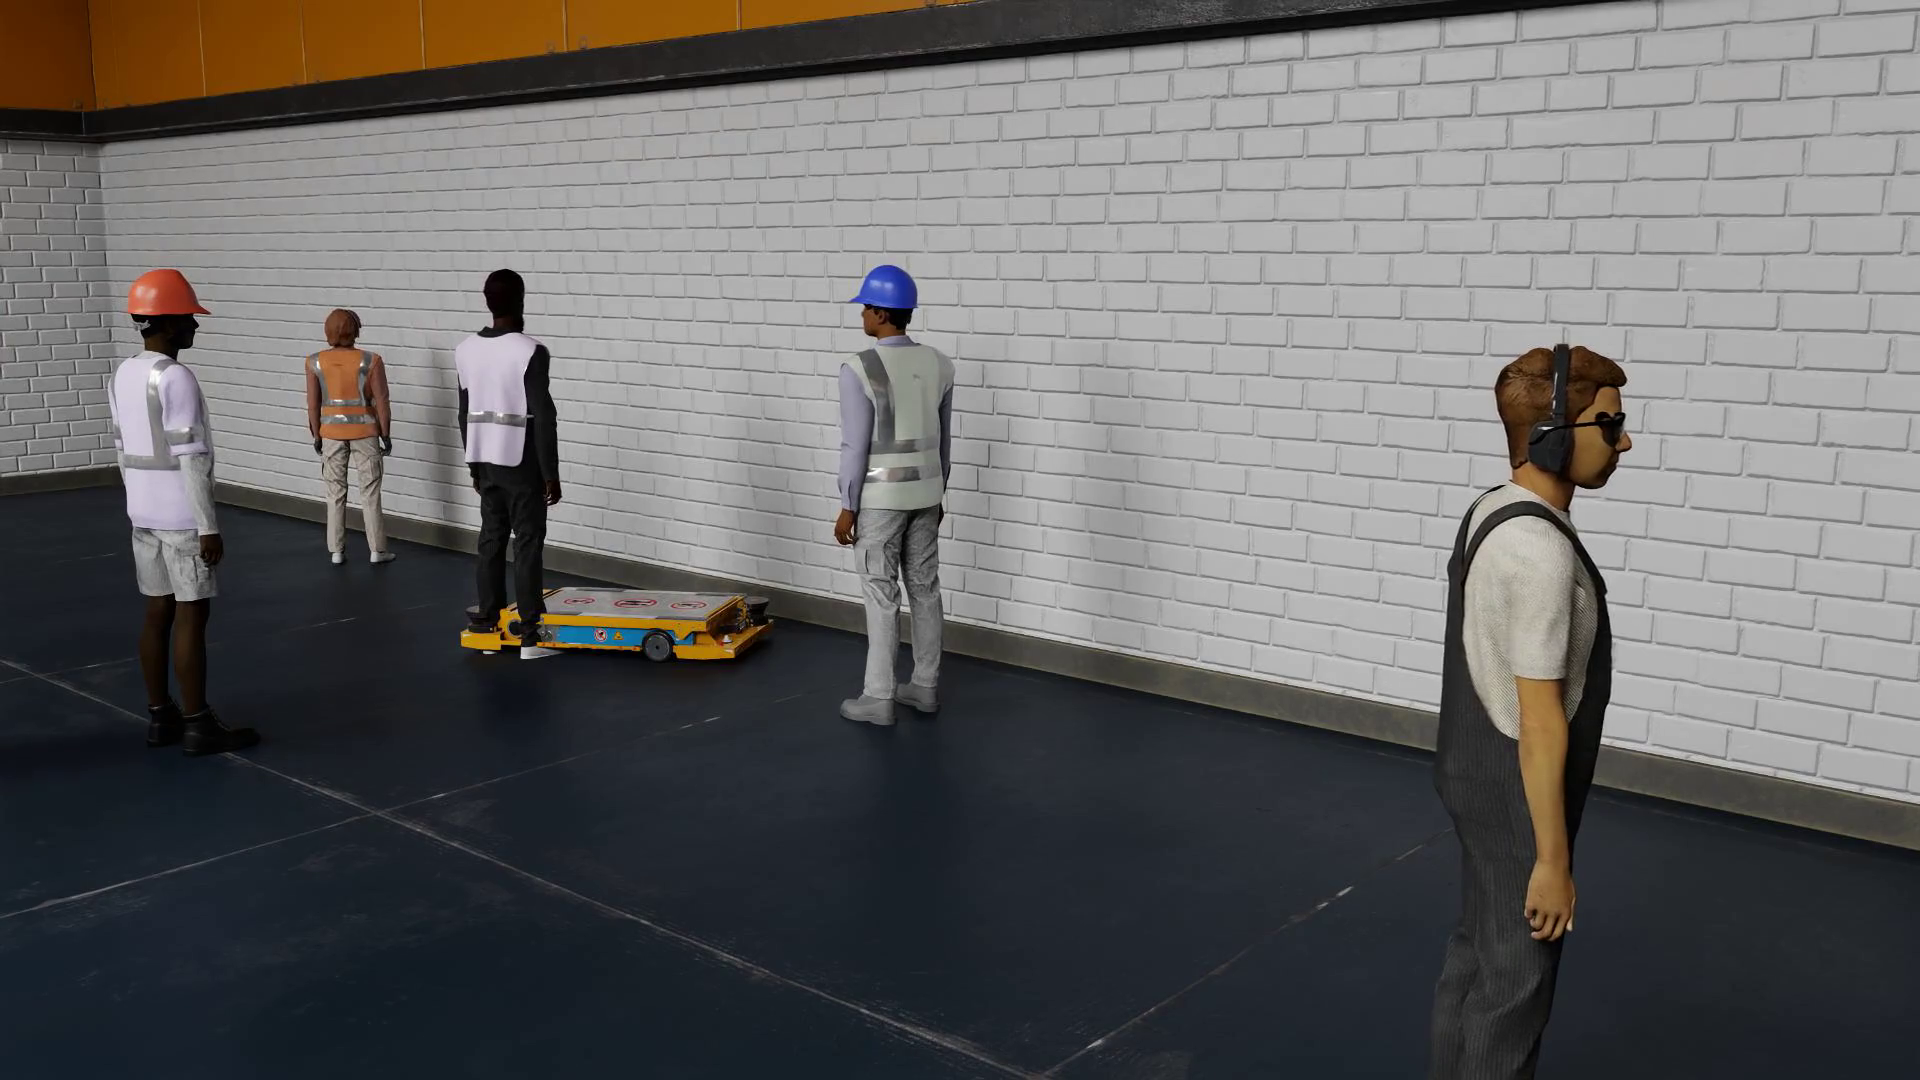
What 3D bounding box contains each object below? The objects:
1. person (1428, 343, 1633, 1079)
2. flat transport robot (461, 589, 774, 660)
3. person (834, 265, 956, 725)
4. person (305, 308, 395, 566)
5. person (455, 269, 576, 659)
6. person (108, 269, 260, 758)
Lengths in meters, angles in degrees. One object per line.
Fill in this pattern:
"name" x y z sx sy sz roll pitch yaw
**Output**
"person" 1.103 0.540 3.261 0.330 1.844 0.519 1 10 6
"flat transport robot" -1.730 0.412 8.469 1.431 0.197 0.652 2 10 11
"person" -0.280 -0.187 7.102 0.607 1.951 0.379 -10 14 -44
"person" -3.883 -0.649 10.606 0.514 1.645 0.308 -1 10 -5
"person" -2.219 -0.366 8.208 0.591 1.921 0.392 6 11 29
"person" -3.126 -0.102 6.654 0.543 1.939 0.360 7 12 36
